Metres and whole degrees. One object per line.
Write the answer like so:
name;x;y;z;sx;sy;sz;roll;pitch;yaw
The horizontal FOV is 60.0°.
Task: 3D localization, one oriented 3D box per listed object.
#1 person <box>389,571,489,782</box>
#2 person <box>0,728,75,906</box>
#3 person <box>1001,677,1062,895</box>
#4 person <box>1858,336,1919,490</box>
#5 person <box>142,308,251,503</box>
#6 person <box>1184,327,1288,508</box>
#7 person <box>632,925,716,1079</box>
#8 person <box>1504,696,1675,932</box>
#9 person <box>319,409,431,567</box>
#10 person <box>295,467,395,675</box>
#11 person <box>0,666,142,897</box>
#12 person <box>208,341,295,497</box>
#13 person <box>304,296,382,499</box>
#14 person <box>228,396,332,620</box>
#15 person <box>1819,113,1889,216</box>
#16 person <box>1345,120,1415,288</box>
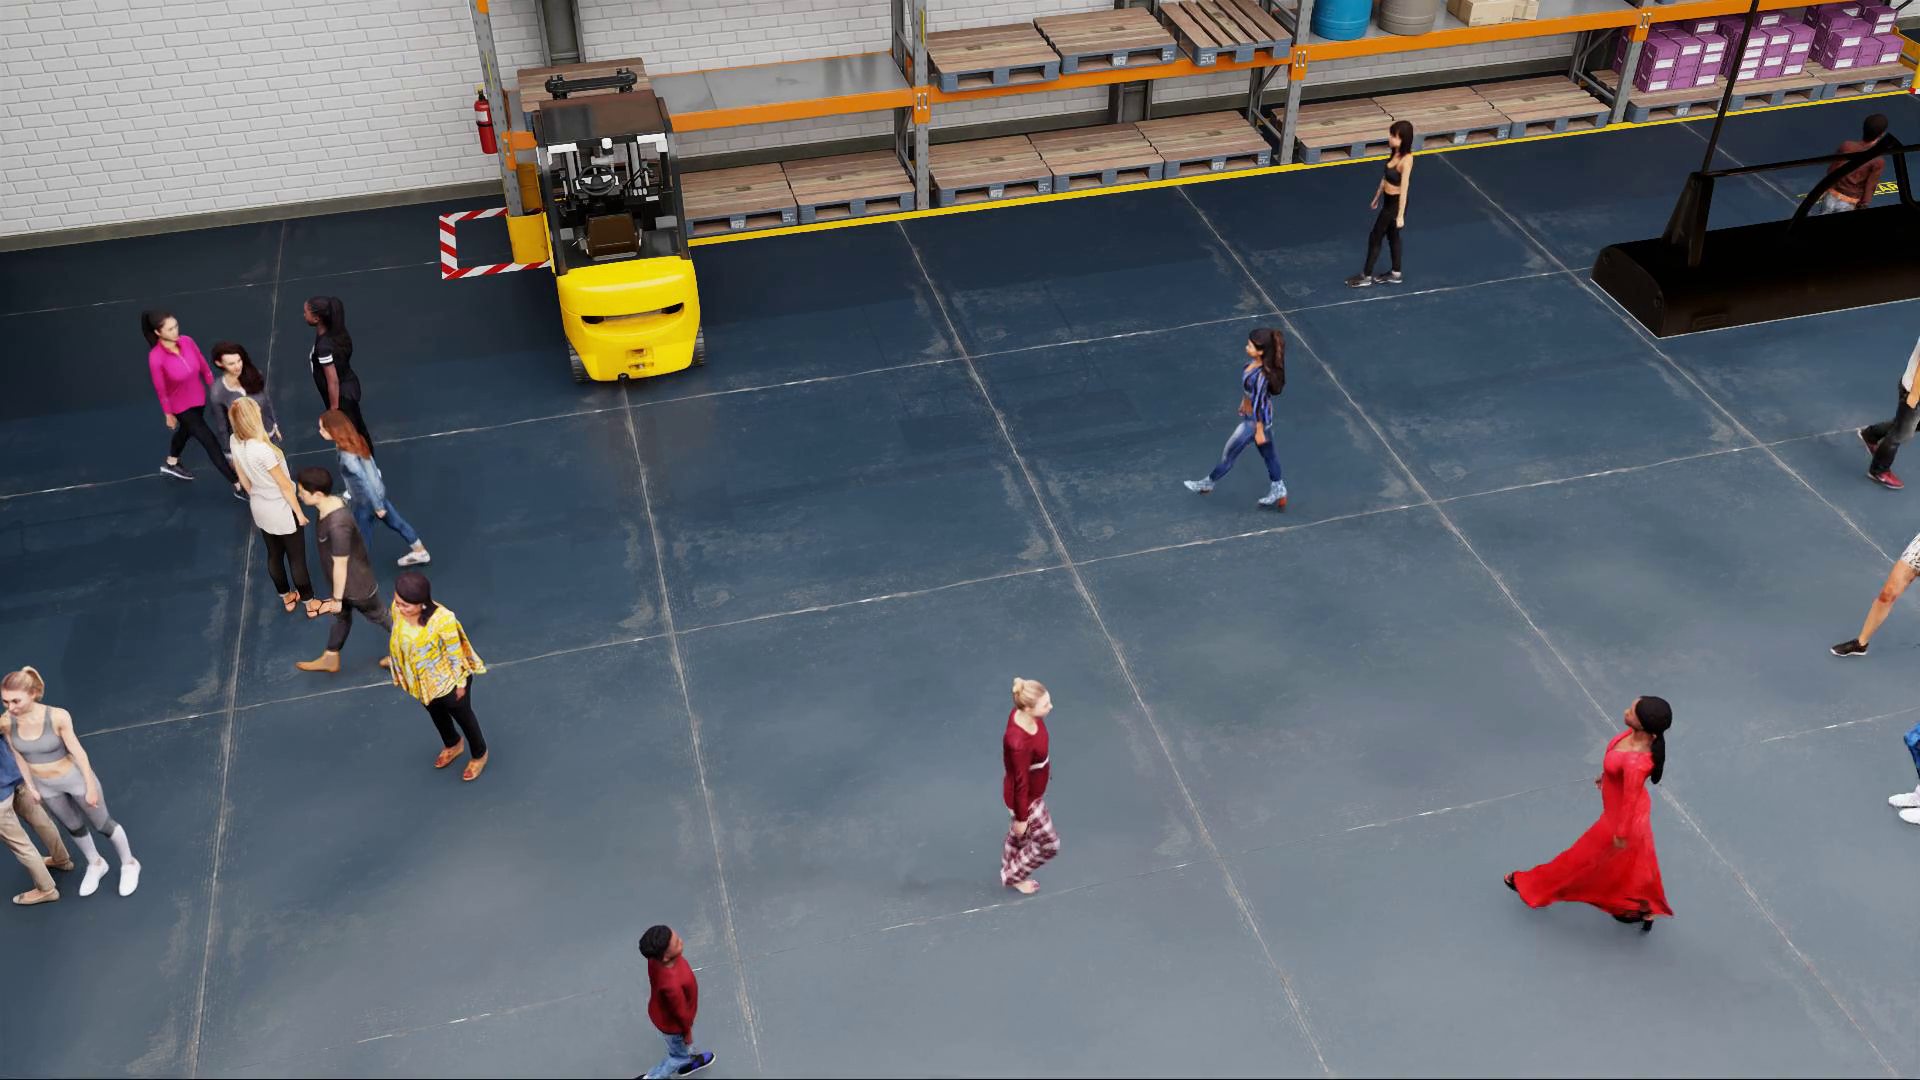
person;-3.247;0.831;10.396;0.877;1.652;0.941;15;41;18
person;-5.550;1.438;9.602;0.650;1.703;0.670;0;39;0
person;0.306;1.438;9.601;0.715;1.694;0.734;4;39;6
person;7.375;-1.245;12.892;0.813;1.791;0.853;-25;45;-27
person;-5.989;-1.042;12.751;1.220;1.649;1.041;12;40;15
person;2.318;-0.888;12.613;1.142;1.571;0.950;8;39;10
person;-1.552;2.479;8.660;0.728;1.242;0.550;-15;41;-18
person;3.811;1.599;9.380;1.219;1.729;1.130;18;42;21
person;-4.203;-0.321;12.014;0.956;1.432;0.627;-12;40;-15
person;-4.007;0.212;11.153;1.098;1.674;0.827;-21;43;-24
person;-5.190;1.398;9.645;0.523;1.703;0.658;-2;39;-3
person;-5.281;-0.746;12.293;0.926;1.749;0.868;25;45;28
person;-4.745;-1.111;12.766;0.612;1.729;0.635;-5;39;-6
person;-4.772;-0.214;11.564;0.662;1.827;0.737;17;42;20
person;7.963;-3.008;15.131;1.262;1.740;1.006;-29;47;-31
person;4.070;-3.074;15.306;0.849;1.626;0.685;-1;39;-1
